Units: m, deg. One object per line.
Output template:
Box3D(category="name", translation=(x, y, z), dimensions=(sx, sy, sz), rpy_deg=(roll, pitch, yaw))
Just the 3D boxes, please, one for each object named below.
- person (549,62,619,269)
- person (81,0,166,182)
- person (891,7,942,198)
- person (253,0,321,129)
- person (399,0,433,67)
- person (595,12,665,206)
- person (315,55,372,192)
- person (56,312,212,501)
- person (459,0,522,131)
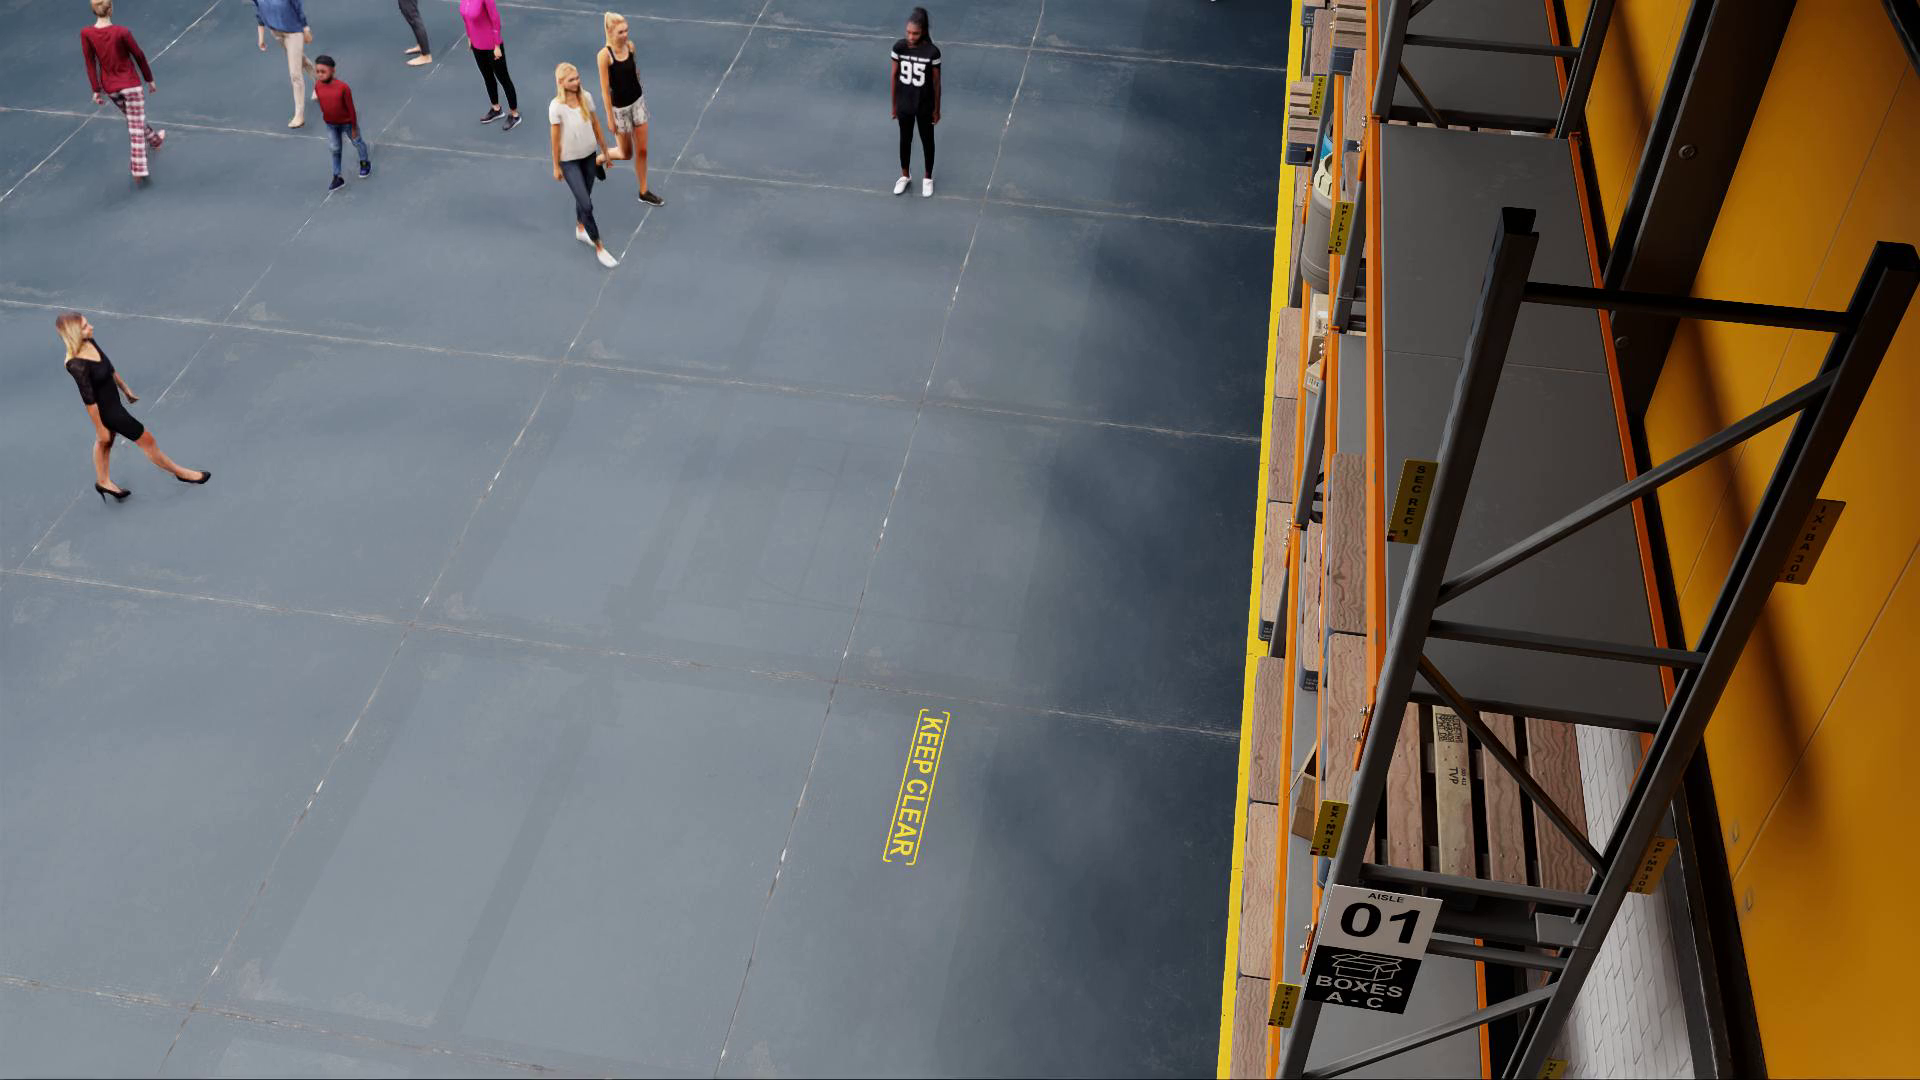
Box3D(category="person", translation=(-3.320, -3.259, 14.193), dimensions=(0.951, 1.783, 0.982), rpy_deg=(30, 51, 28))
Box3D(category="person", translation=(-7.653, -4.089, 15.158), dimensions=(0.813, 1.654, 1.157), rpy_deg=(-2, 44, -3))
Box3D(category="person", translation=(-0.393, -3.919, 14.915), dimensions=(0.609, 1.743, 0.566), rpy_deg=(9, 44, 9))
Box3D(category="person", translation=(-6.442, -4.903, 16.026), dimensions=(0.652, 1.646, 1.154), rpy_deg=(9, 44, 10))
Box3D(category="person", translation=(-5.587, -5.701, 16.765), dimensions=(0.776, 1.773, 0.673), rpy_deg=(-16, 46, -16))
Box3D(category="person", translation=(-3.037, -3.863, 14.795), dimensions=(0.910, 1.828, 1.007), rpy_deg=(26, 50, 25))
Box3D(category="person", translation=(-5.640, -3.876, 15.241), dimensions=(0.547, 1.232, 0.806), rpy_deg=(2, 44, 3))
Box3D(category="person", translation=(-6.137, -0.904, 11.833), dimensions=(0.928, 1.629, 1.056), rpy_deg=(-11, 45, -11))
Box3D(category="person", translation=(-4.491, -4.730, 15.807), dimensions=(0.668, 1.698, 0.686), rpy_deg=(25, 49, 24))
